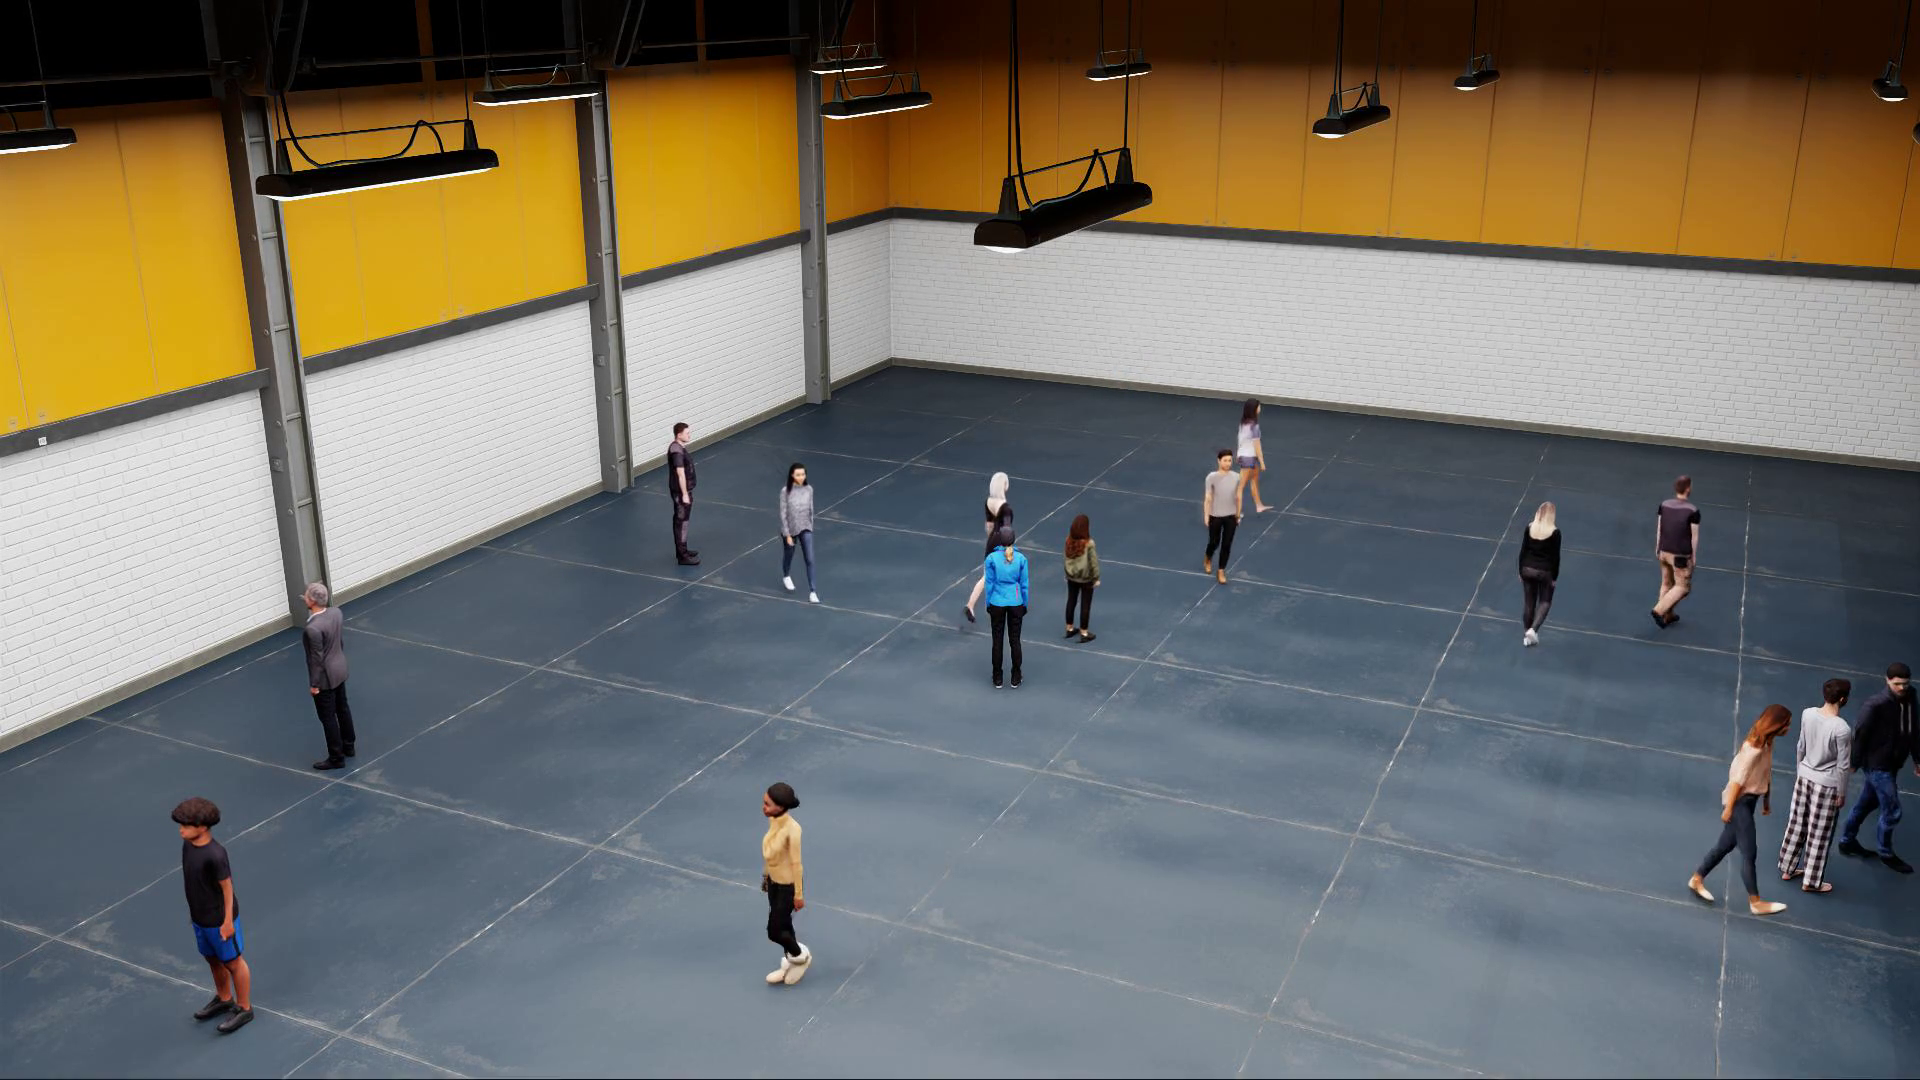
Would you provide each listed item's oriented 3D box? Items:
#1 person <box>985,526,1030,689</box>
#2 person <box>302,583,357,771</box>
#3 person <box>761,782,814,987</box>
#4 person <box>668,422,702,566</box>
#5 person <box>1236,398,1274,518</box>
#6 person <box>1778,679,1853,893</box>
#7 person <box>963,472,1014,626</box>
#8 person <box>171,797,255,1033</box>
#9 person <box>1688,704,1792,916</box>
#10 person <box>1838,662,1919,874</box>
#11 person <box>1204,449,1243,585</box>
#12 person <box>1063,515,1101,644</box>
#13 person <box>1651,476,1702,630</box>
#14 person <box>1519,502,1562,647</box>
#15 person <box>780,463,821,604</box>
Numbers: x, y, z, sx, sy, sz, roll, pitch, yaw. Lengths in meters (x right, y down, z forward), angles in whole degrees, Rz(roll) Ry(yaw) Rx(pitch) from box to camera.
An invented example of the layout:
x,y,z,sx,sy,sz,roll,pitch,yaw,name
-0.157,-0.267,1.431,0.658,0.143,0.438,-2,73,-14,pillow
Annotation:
x,y,z,sx,sy,sz,roll,pitch,yaw,name
0.492,0.703,17.560,0.688,1.792,0.660,1,19,2,person
-6.016,1.267,15.807,0.853,1.842,0.674,2,19,5,person
-1.234,2.541,12.323,0.773,1.650,0.731,-11,21,-29,person
-3.587,-0.618,21.400,0.866,1.844,0.756,-3,19,-9,person
3.914,-1.104,23.064,1.014,1.703,0.972,-6,19,-16,person
7.047,1.993,13.642,0.749,1.847,0.696,-7,20,-21,person
0.369,0.137,19.239,1.245,1.793,0.893,-17,25,-42,person
-5.296,2.636,11.818,0.645,1.793,0.588,12,22,32,person
6.229,2.122,13.436,1.034,1.735,0.959,-14,23,-36,person
7.680,1.862,14.013,0.935,1.858,0.952,-14,23,-35,person
3.265,-0.325,20.740,0.777,1.710,0.857,-1,19,-4,person
1.359,0.422,18.888,0.646,1.477,0.608,15,24,38,person
8.172,0.168,19.098,1.065,1.825,0.972,-10,21,-27,person
6.424,0.416,18.593,0.686,1.677,0.775,13,22,33,person
-2.012,-0.118,20.165,1.127,1.684,1.184,-7,20,-20,person
